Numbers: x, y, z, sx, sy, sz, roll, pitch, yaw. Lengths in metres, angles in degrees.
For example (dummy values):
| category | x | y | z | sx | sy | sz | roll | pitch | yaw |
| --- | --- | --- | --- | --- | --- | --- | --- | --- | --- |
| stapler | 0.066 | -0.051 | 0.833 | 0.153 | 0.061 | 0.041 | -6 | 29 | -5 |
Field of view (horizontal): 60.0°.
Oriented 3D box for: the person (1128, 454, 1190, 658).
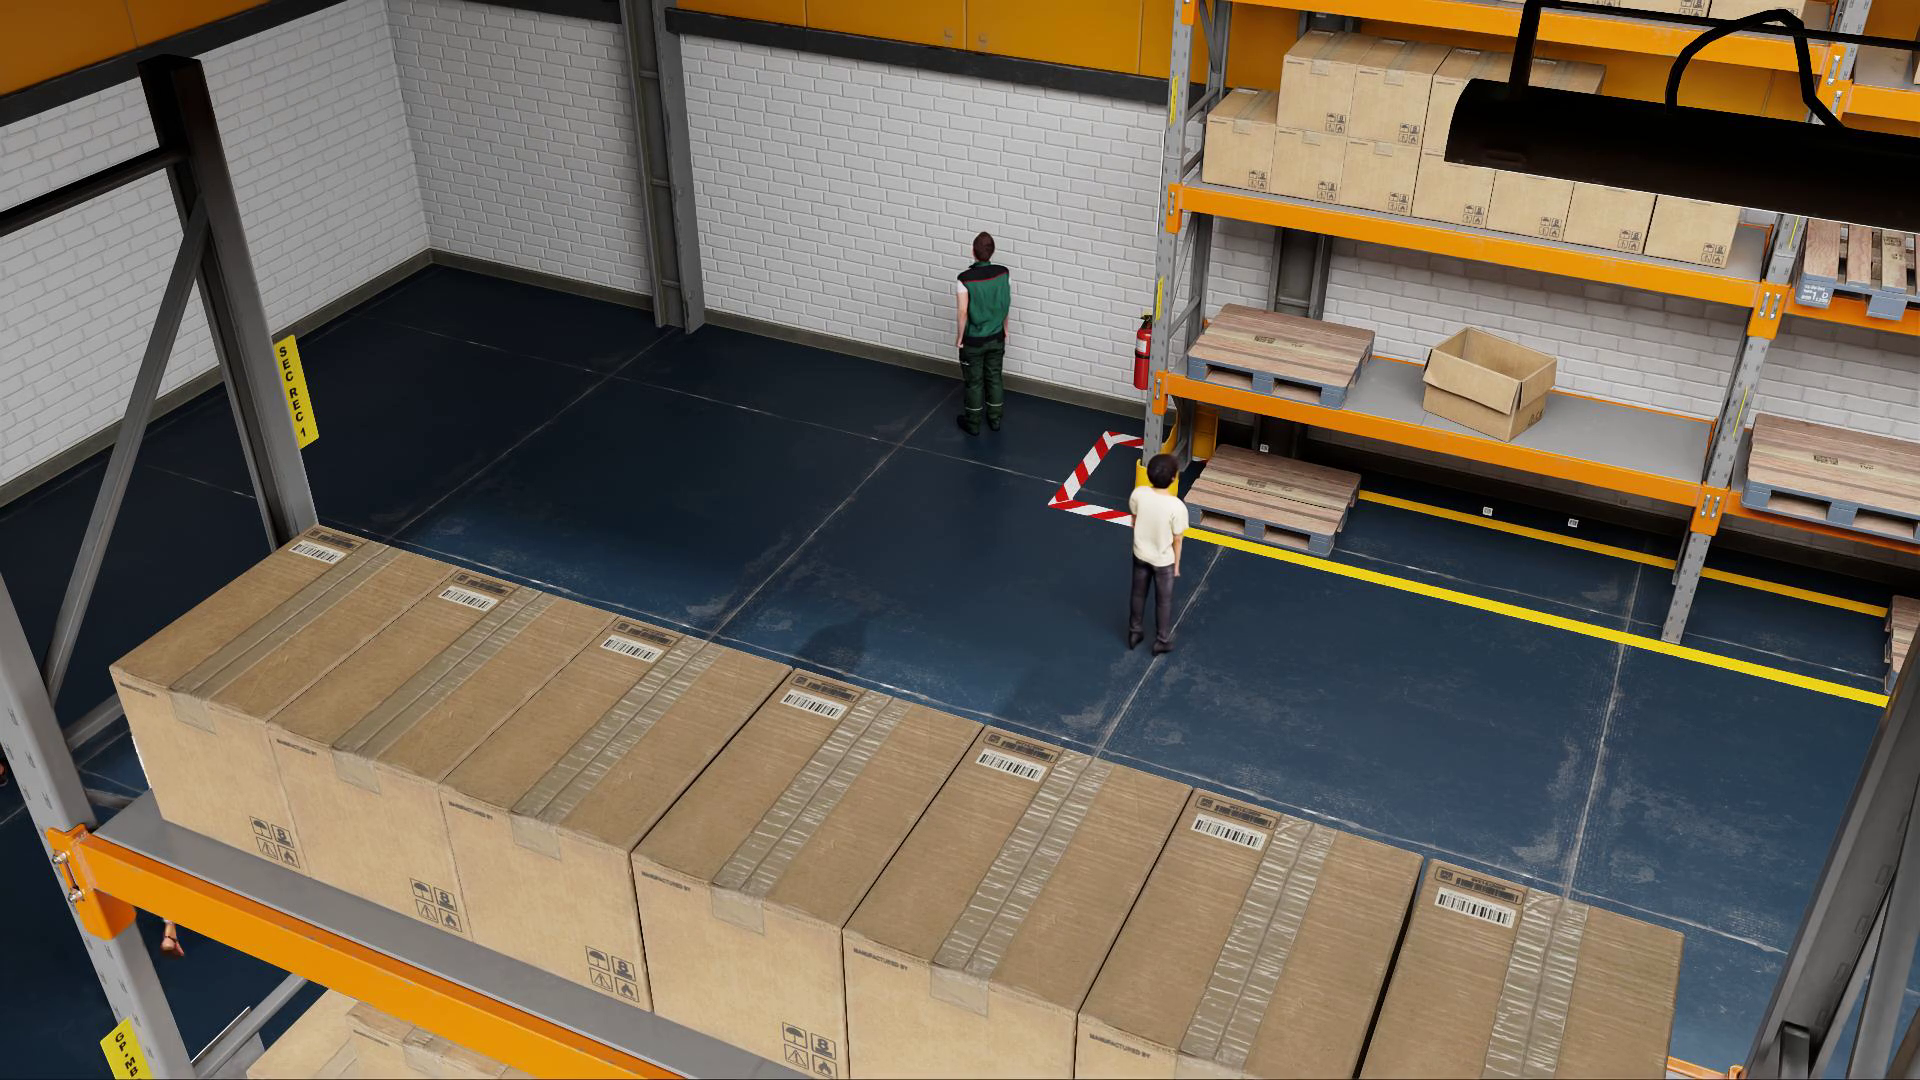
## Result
| category | x | y | z | sx | sy | sz | roll | pitch | yaw |
| --- | --- | --- | --- | --- | --- | --- | --- | --- | --- |
| person | 1.351 | 0.109 | 11.501 | 0.460 | 1.587 | 0.676 | 20 | 38 | 27 |

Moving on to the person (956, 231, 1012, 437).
| category | x | y | z | sx | sy | sz | roll | pitch | yaw |
| --- | --- | --- | --- | --- | --- | --- | --- | --- | --- |
| person | 0.189 | -1.748 | 14.064 | 0.743 | 1.843 | 0.793 | -14 | 36 | -20 |
